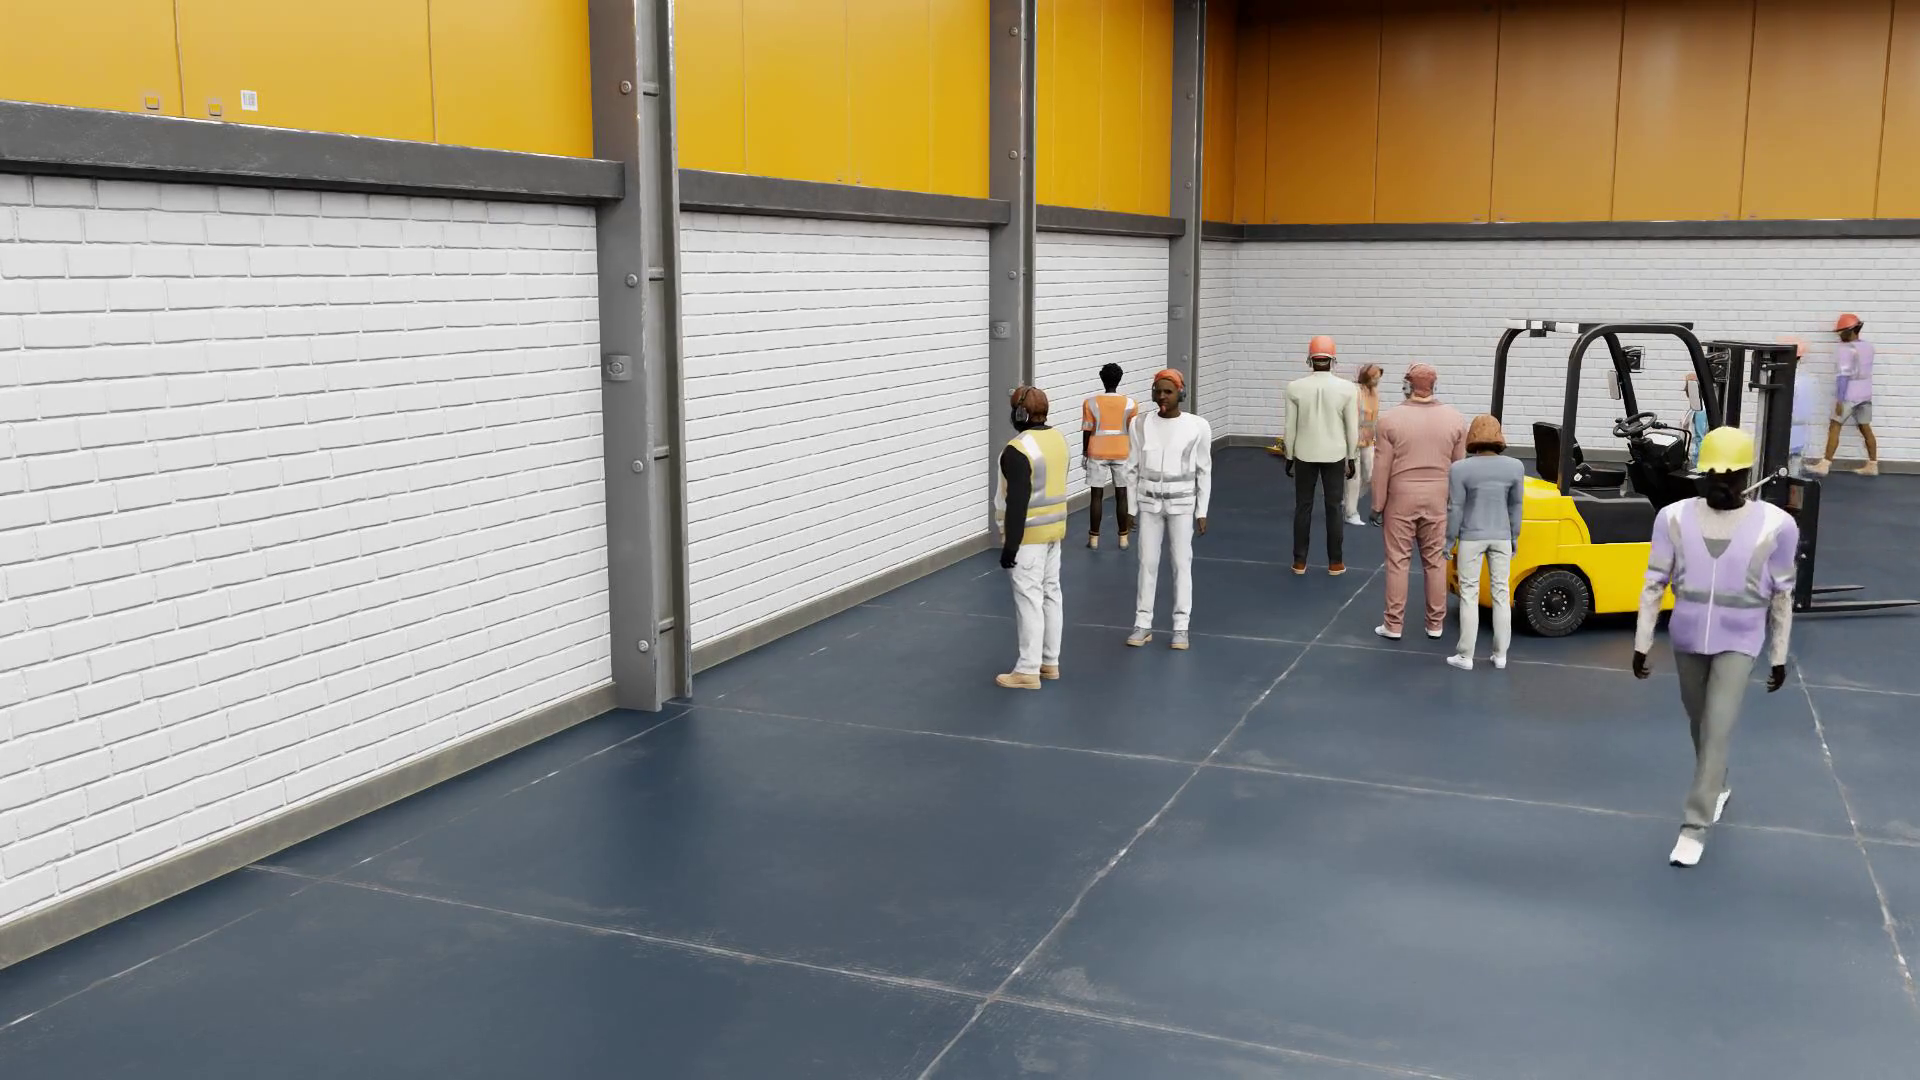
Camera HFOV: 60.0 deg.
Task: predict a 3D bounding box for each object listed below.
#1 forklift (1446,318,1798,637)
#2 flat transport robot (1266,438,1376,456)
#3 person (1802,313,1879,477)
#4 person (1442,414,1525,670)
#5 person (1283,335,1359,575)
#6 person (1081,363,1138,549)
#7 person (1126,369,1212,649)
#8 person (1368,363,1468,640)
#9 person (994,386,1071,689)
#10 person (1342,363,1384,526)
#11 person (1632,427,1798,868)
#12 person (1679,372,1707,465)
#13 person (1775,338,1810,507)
[{"bbox_3d":[4.706,-0.497,11.990,2.313,2.155,1.214,-2,10,-10],"label":"forklift"},{"bbox_3d":[4.941,-1.275,22.518,1.431,0.197,0.652,-2,10,-13],"label":"flat transport robot"},{"bbox_3d":[10.826,-1.759,20.275,0.780,2.001,0.550,-5,11,-29],"label":"person"},{"bbox_3d":[3.325,0.014,10.584,0.498,1.633,0.278,-1,9,-5],"label":"person"},{"bbox_3d":[2.991,-0.699,13.809,0.612,1.997,0.376,2,10,14],"label":"person"},{"bbox_3d":[1.358,-0.755,15.079,0.532,1.691,0.318,-1,9,-4],"label":"person"},{"bbox_3d":[1.389,-0.205,11.165,0.575,1.882,0.360,4,10,21],"label":"person"},{"bbox_3d":[3.123,-0.258,11.417,0.655,1.905,0.407,0,9,-3],"label":"person"},{"bbox_3d":[0.425,-0.016,10.140,0.430,1.845,0.624,6,11,32],"label":"person"},{"bbox_3d":[3.964,-0.943,16.440,0.520,1.622,0.382,-8,12,-38],"label":"person"},{"bbox_3d":[3.342,0.425,7.379,0.608,1.880,1.001,8,12,38],"label":"person"},{"bbox_3d":[6.481,-0.661,14.664,0.310,1.638,0.523,3,10,20],"label":"person"},{"bbox_3d":[7.409,-0.864,15.053,0.553,1.919,0.513,-6,11,-32],"label":"person"}]
